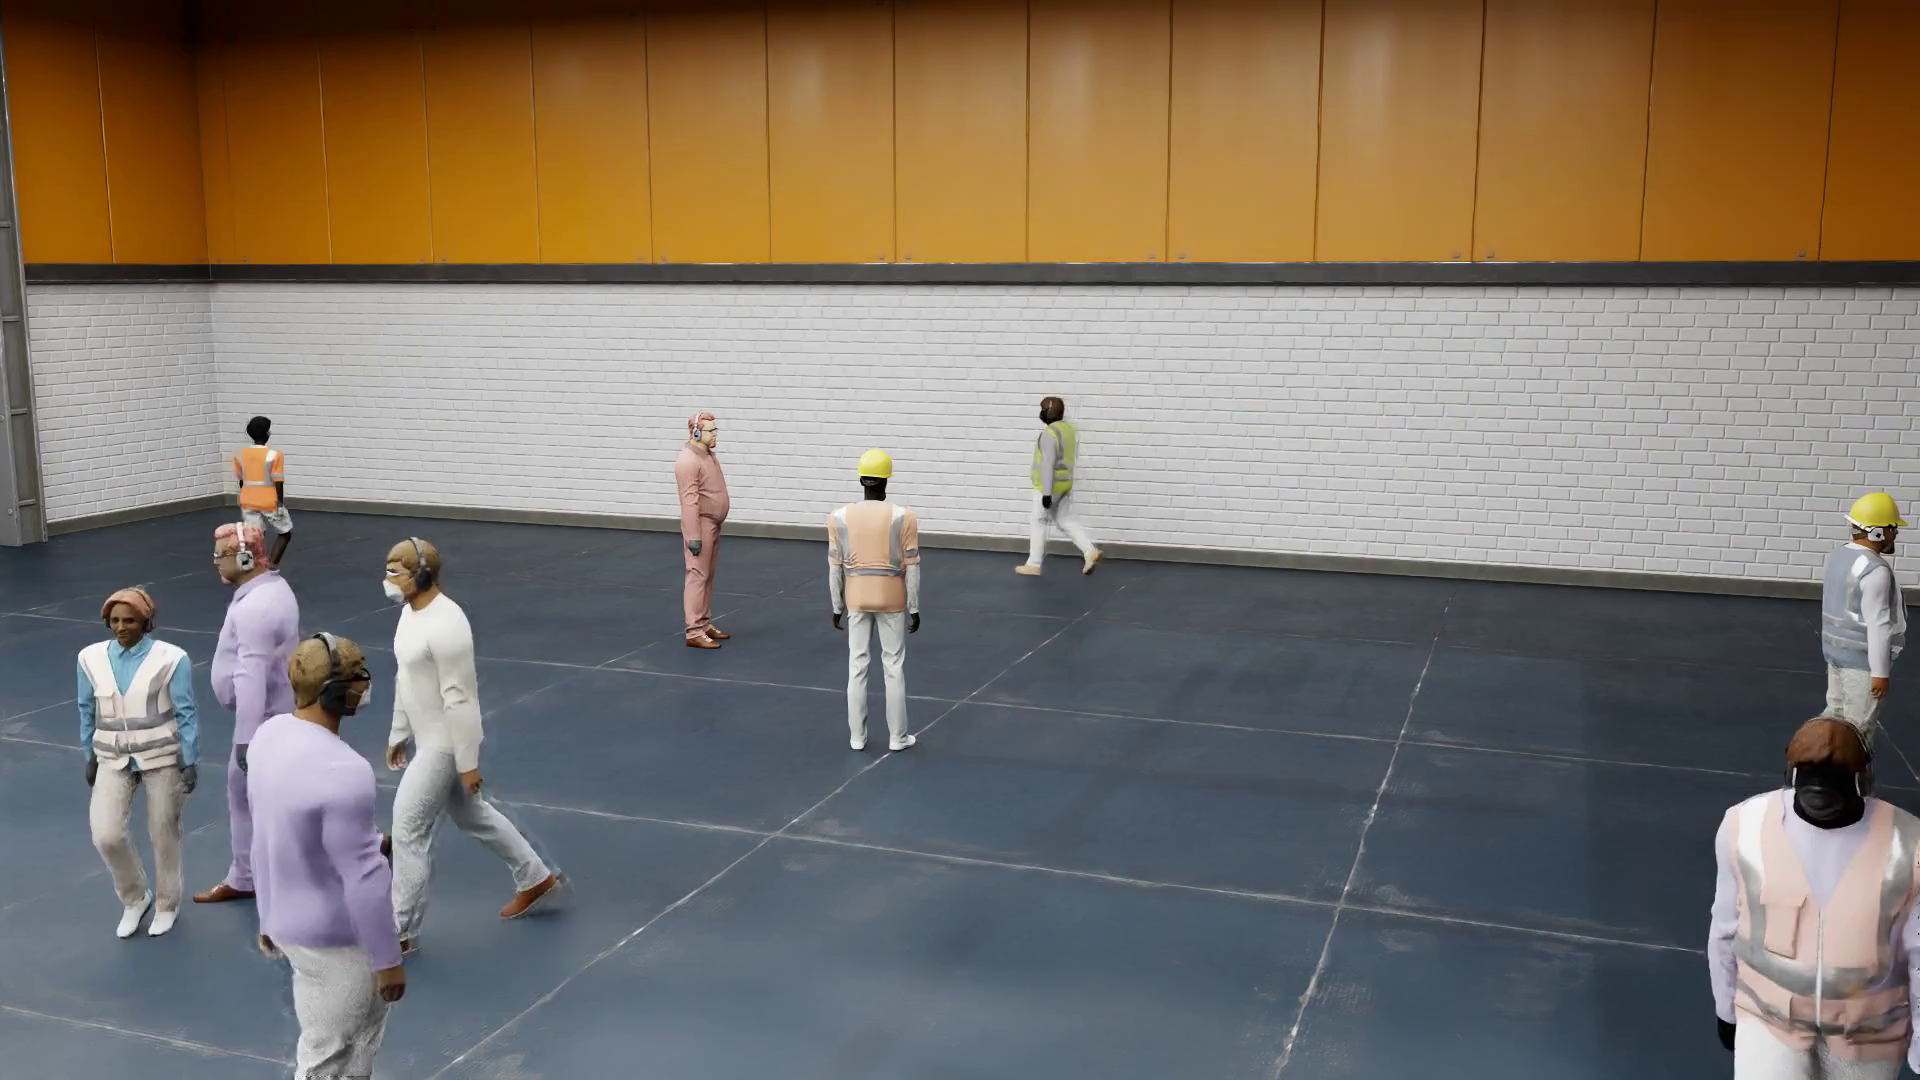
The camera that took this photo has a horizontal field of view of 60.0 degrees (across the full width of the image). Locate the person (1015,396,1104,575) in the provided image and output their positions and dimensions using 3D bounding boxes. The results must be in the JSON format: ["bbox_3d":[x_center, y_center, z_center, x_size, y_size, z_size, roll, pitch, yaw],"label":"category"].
[{"bbox_3d":[0.985,-0.527,16.553,0.832,1.818,0.628,5,10,26],"label":"person"}]

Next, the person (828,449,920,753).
[{"bbox_3d":[-0.534,0.388,10.506,0.585,1.928,0.370,1,9,9],"label":"person"}]

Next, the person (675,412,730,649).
[{"bbox_3d":[-2.070,-0.084,13.504,0.407,1.906,0.655,1,9,5],"label":"person"}]

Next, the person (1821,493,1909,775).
[{"bbox_3d":[4.991,0.646,9.202,0.404,1.832,0.598,1,9,3],"label":"person"}]

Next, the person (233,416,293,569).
[{"bbox_3d":[-6.595,-0.339,15.762,0.538,1.685,0.360,1,9,8],"label":"person"}]

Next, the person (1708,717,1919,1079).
[{"bbox_3d":[2.466,1.384,4.766,0.634,1.799,0.953,5,11,30],"label":"person"}]

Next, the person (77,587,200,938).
[{"bbox_3d":[-3.708,1.017,7.531,0.537,1.619,0.440,-1,9,-5],"label":"person"}]

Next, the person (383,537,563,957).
[{"bbox_3d":[-2.294,0.901,7.492,1.034,1.890,0.635,-5,11,-30],"label":"person"}]

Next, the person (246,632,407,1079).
[{"bbox_3d":[-1.944,1.228,5.311,0.639,1.917,0.665,-9,13,-43],"label":"person"}]

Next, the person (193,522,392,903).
[{"bbox_3d":[-3.230,0.833,7.944,0.852,1.879,0.651,-3,10,-18],"label":"person"}]
